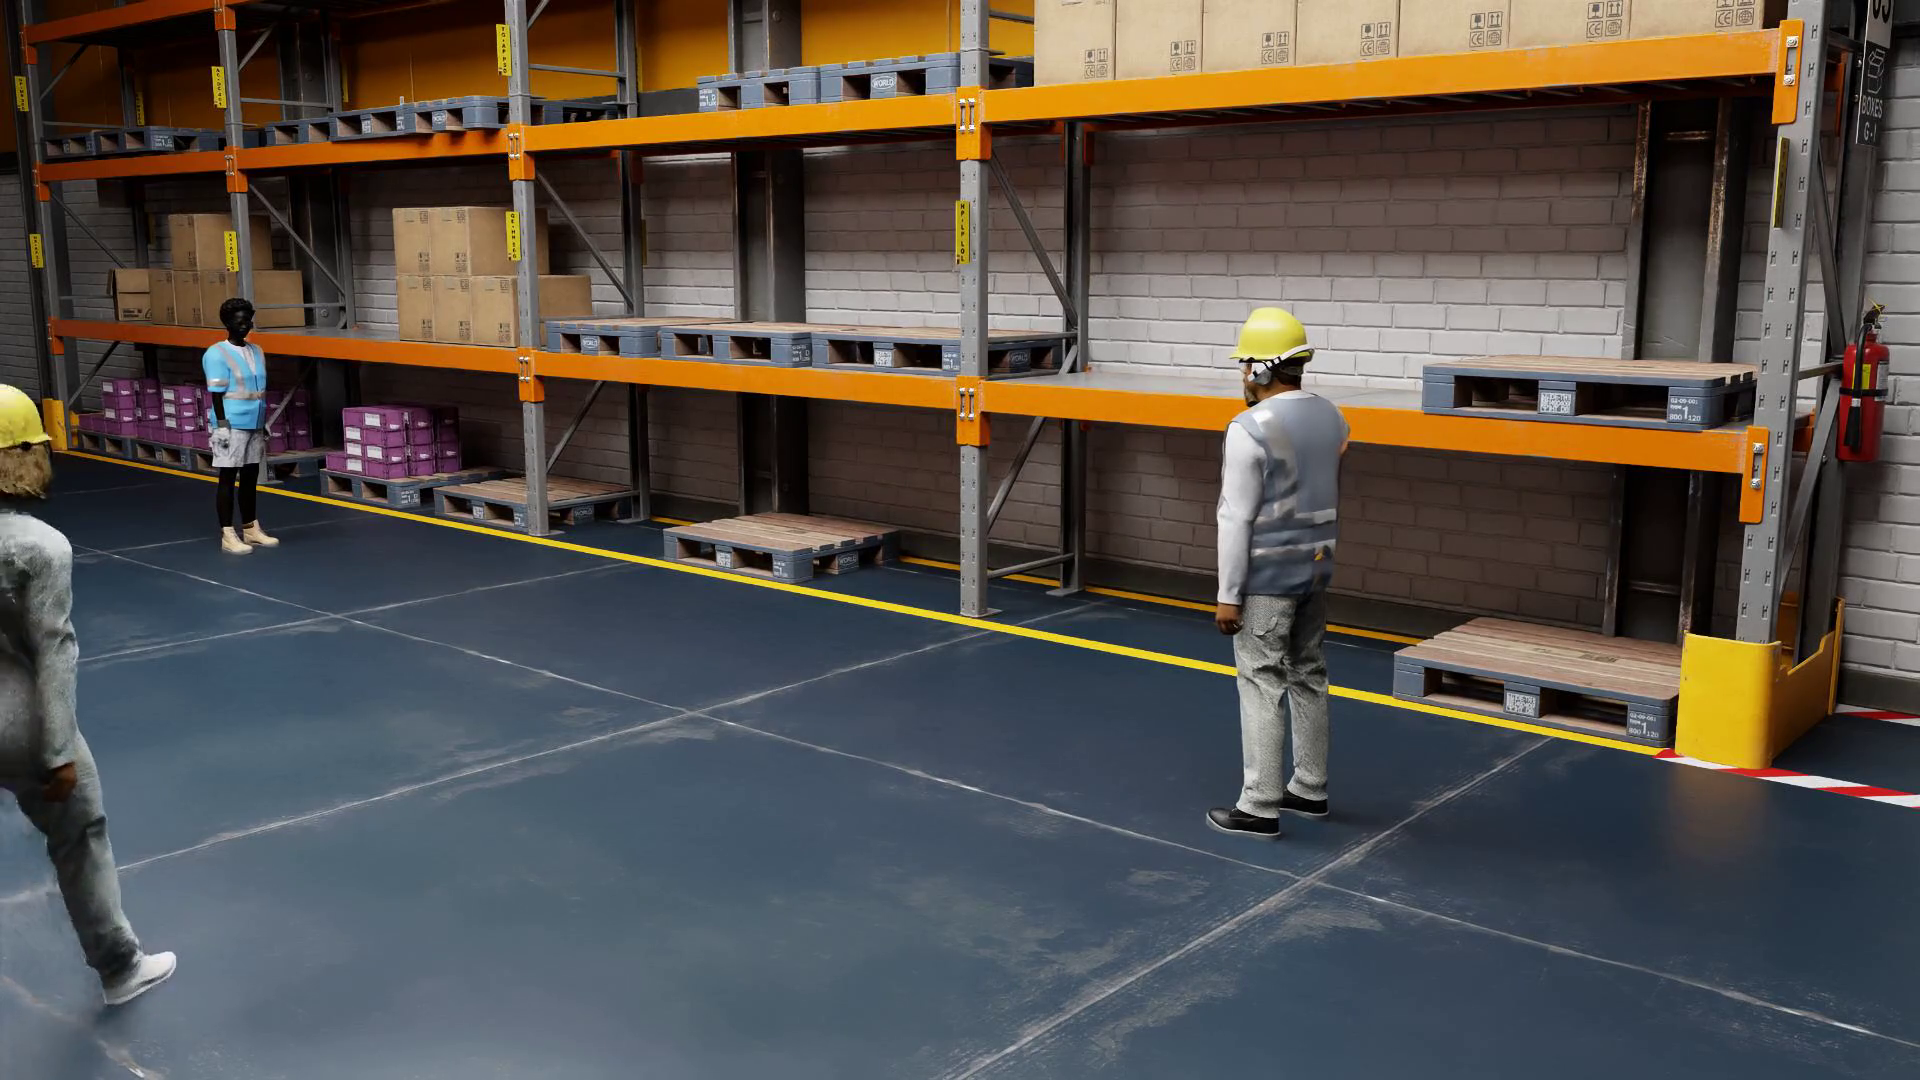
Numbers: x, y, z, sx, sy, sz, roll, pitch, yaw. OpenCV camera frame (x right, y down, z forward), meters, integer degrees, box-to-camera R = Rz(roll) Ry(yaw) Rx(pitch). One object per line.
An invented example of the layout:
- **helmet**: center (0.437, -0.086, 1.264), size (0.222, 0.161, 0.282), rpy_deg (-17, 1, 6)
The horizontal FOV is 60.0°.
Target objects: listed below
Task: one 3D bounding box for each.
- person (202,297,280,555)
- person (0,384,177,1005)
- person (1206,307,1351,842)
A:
- **person**: center (-4.798, -0.763, 11.096), size (0.322, 1.698, 0.533), rpy_deg (2, 10, 14)
- **person**: center (-2.381, 0.466, 4.113), size (0.503, 1.699, 0.896), rpy_deg (1, 10, 8)
- **person**: center (1.086, 0.117, 5.749), size (0.591, 1.823, 0.405), rpy_deg (-9, 14, -42)
